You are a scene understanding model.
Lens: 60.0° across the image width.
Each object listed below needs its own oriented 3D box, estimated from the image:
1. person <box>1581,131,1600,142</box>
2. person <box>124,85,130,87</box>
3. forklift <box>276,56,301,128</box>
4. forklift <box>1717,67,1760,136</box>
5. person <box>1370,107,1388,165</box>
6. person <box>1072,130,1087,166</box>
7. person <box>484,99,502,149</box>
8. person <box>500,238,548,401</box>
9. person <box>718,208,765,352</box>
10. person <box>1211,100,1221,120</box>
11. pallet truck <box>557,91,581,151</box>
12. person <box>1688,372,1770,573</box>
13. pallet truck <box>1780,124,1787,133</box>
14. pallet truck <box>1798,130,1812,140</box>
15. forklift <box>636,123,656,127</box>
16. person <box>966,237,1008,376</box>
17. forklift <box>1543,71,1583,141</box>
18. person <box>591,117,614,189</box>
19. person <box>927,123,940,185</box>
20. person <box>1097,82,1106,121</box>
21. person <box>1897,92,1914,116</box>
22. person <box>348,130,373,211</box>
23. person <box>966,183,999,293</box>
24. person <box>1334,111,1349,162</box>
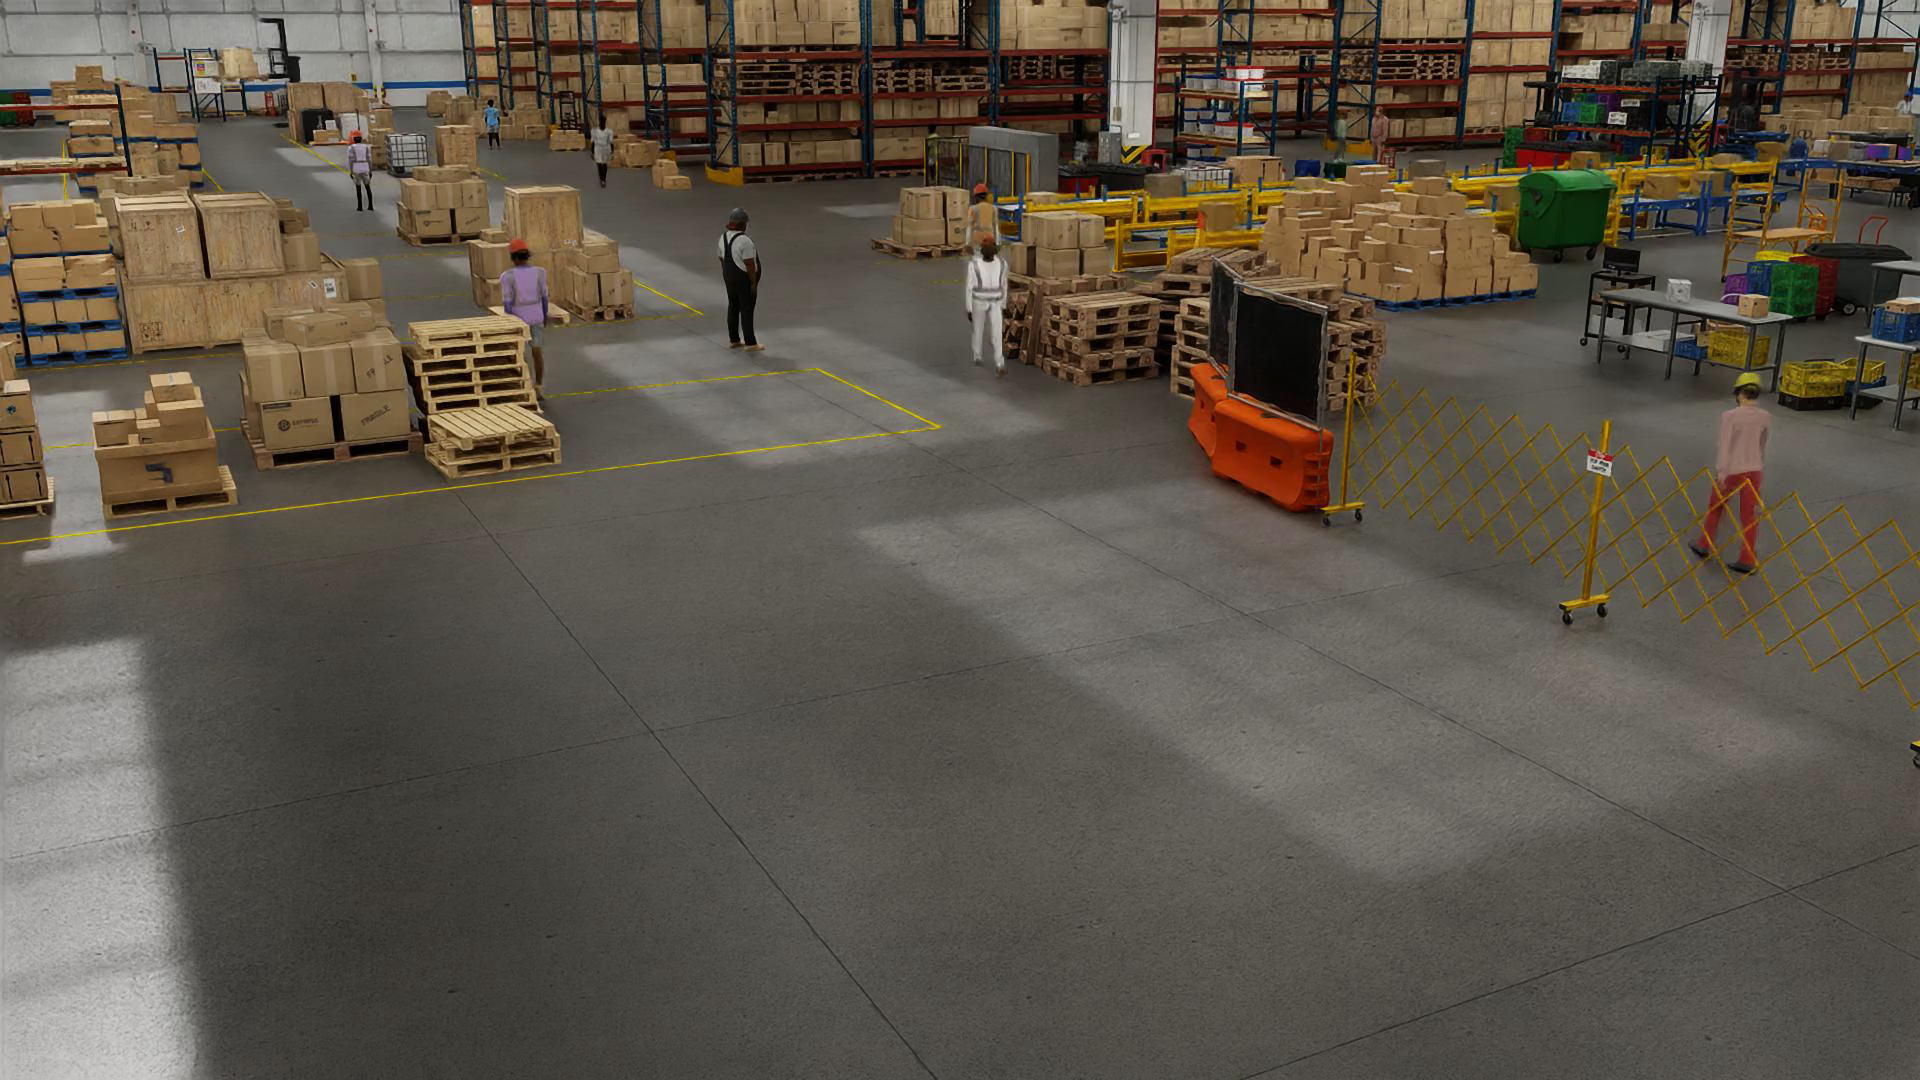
[{"bbox_3d":[19.408,-12.372,51.109,0.561,1.819,0.606,-10,20,-29],"label":"person"},{"bbox_3d":[-32.395,-16.871,65.104,0.998,1.859,0.632,-9,20,-26],"label":"person"},{"bbox_3d":[-27.100,-18.345,68.028,1.873,2.768,1.129,-9,20,-26],"label":"forklift"},{"bbox_3d":[26.304,-14.505,56.055,1.129,2.768,1.873,-9,20,-26],"label":"forklift"},{"bbox_3d":[12.564,-12.072,50.064,0.400,1.900,0.636,-10,20,-28],"label":"person"},{"bbox_3d":[3.212,-9.967,43.835,0.669,1.676,0.533,-7,19,-20],"label":"person"},{"bbox_3d":[-16.180,-14.387,57.593,0.532,1.698,0.319,-1,18,-4],"label":"person"},{"bbox_3d":[-5.489,-2.788,20.929,0.619,2.012,0.861,-10,21,-29],"label":"person"},{"bbox_3d":[-3.106,-3.739,23.843,0.682,2.000,0.537,16,24,41],"label":"person"},{"bbox_3d":[9.227,-15.396,60.553,0.570,1.812,0.436,-6,19,-17],"label":"person"},{"bbox_3d":[-13.495,-14.412,57.188,0.823,1.965,1.885,-3,18,-9],"label":"pallet truck"},{"bbox_3d":[6.814,-0.616,14.627,0.569,1.701,0.853,-4,18,-12],"label":"person"},{"bbox_3d":[25.206,-12.542,52.601,1.601,1.201,0.680,0,18,-2],"label":"pallet truck"},{"bbox_3d":[25.526,-11.556,49.408,1.630,1.274,0.653,-9,20,-26],"label":"pallet truck"},{"bbox_3d":[-13.418,-18.476,68.435,1.129,2.768,1.873,7,19,21],"label":"forklift"},{"bbox_3d":[0.371,-3.131,22.288,0.609,1.825,1.012,-5,18,-15],"label":"person"},{"bbox_3d":[18.685,-13.231,52.085,1.873,2.768,1.129,-9,20,-26],"label":"forklift"},{"bbox_3d":[-9.749,-10.574,45.379,0.626,1.896,1.049,-6,19,-18],"label":"person"},{"bbox_3d":[-0.767,-10.699,46.113,0.421,1.678,0.582,4,18,11],"label":"person"},{"bbox_3d":[6.132,-18.926,71.638,0.364,1.754,0.544,-4,18,-12],"label":"person"},{"bbox_3d":[32.808,-14.613,57.973,0.690,1.906,0.407,-7,19,-20],"label":"person"},{"bbox_3d":[-14.498,-8.935,40.237,0.539,1.929,0.394,-13,22,-35],"label":"person"},{"bbox_3d":[0.419,-5.084,28.274,0.568,1.900,0.860,-9,20,-26],"label":"person"},{"bbox_3d":[12.150,-12.736,52.567,0.583,1.611,0.533,2,18,7],"label":"person"}]
